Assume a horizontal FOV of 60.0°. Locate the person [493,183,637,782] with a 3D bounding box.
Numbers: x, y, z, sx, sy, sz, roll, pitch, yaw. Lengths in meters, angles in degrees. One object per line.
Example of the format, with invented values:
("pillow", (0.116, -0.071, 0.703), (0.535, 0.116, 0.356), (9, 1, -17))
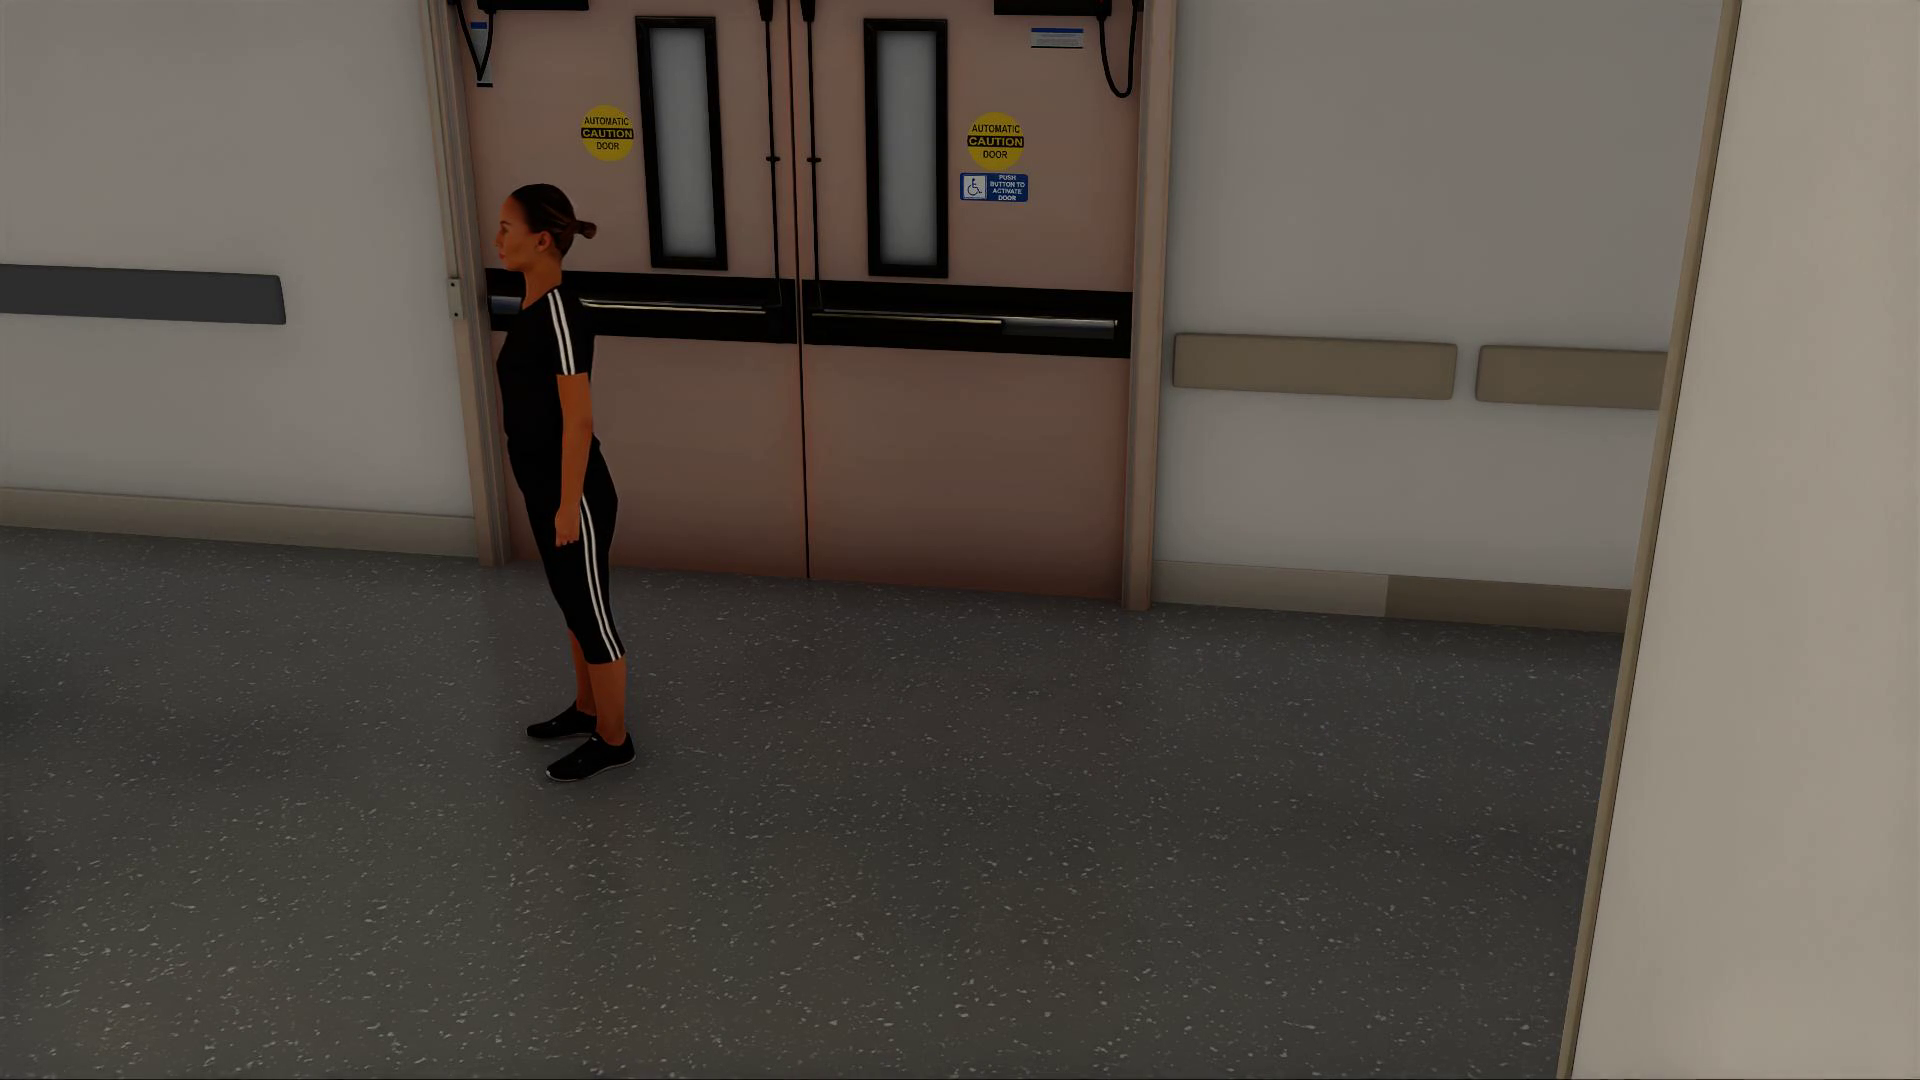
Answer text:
("person", (-1.098, -0.153, 4.630), (0.682, 1.669, 0.660), (-9, 23, -23))
